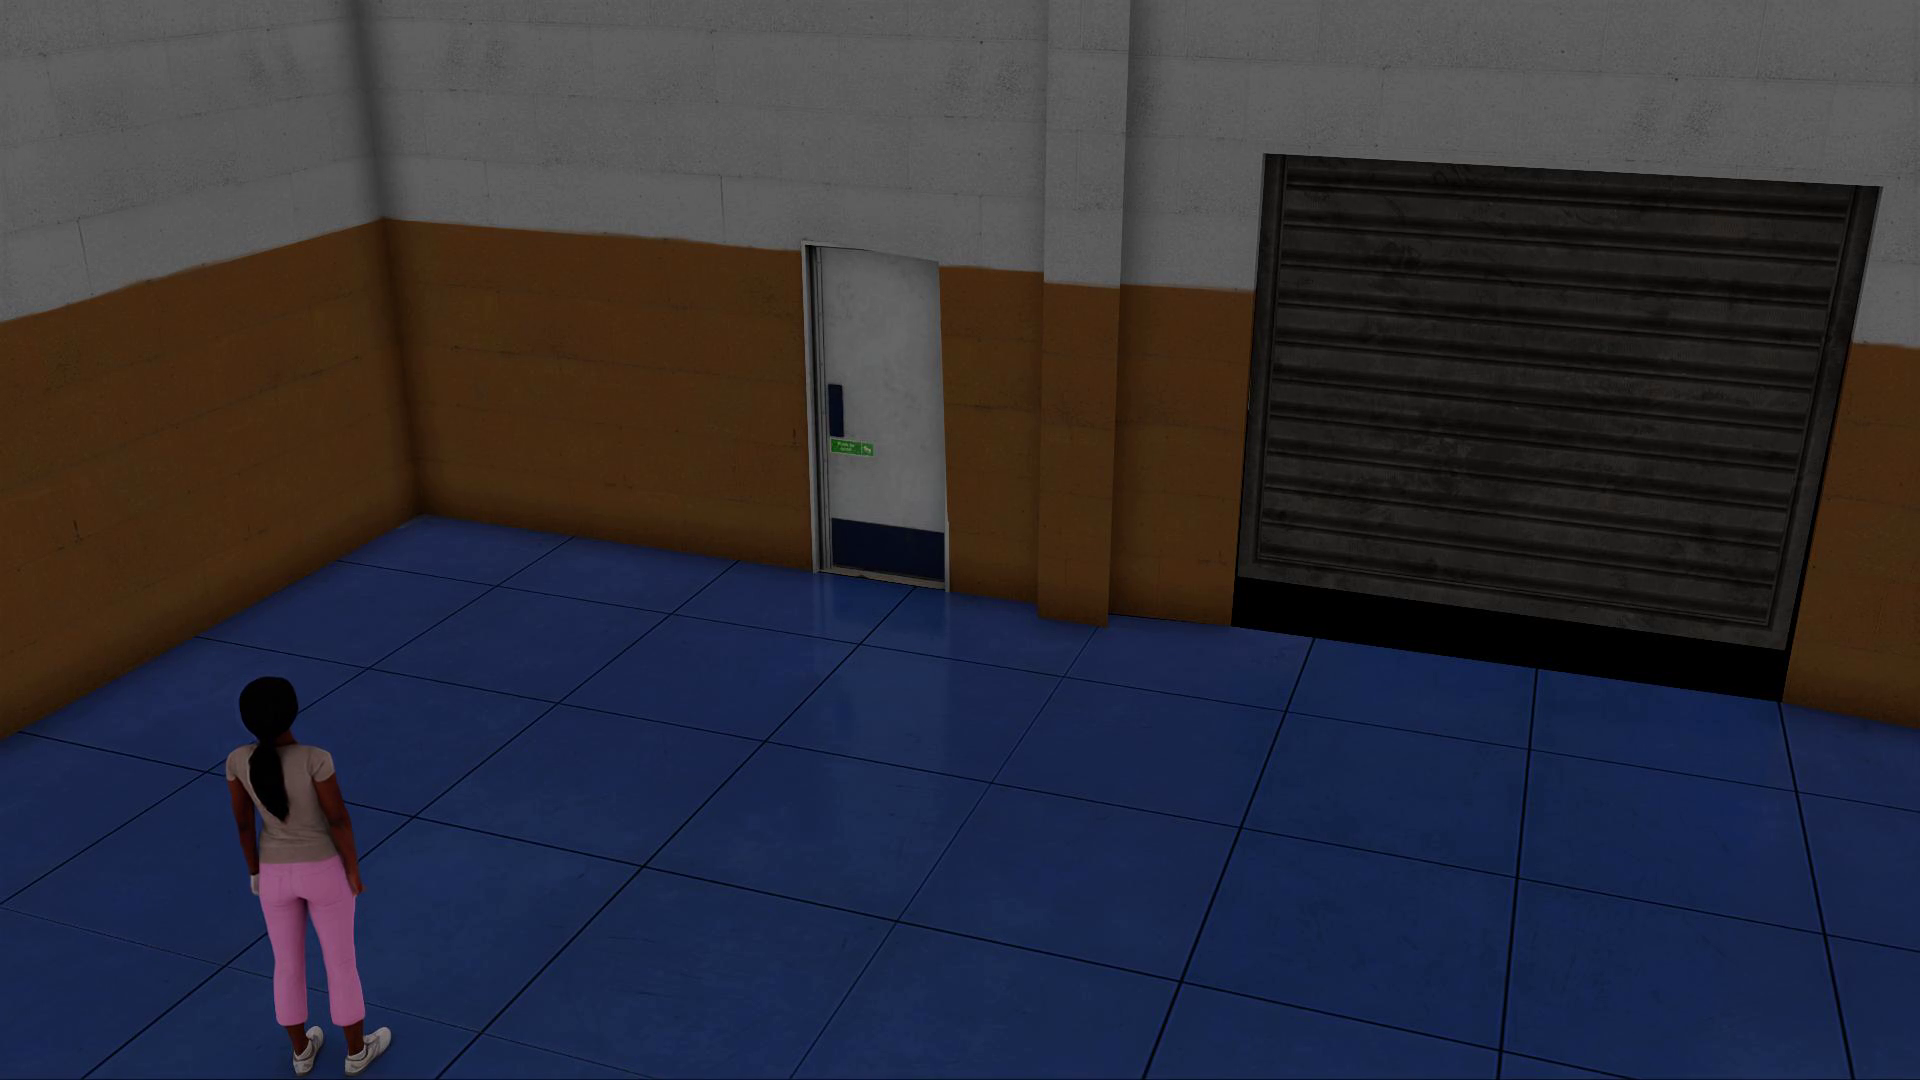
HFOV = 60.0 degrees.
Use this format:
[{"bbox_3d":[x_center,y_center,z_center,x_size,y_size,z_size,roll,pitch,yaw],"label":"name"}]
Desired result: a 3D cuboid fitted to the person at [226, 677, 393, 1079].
[{"bbox_3d":[-2.547,1.304,6.440,0.555,1.742,0.703,0,22,1],"label":"person"}]
